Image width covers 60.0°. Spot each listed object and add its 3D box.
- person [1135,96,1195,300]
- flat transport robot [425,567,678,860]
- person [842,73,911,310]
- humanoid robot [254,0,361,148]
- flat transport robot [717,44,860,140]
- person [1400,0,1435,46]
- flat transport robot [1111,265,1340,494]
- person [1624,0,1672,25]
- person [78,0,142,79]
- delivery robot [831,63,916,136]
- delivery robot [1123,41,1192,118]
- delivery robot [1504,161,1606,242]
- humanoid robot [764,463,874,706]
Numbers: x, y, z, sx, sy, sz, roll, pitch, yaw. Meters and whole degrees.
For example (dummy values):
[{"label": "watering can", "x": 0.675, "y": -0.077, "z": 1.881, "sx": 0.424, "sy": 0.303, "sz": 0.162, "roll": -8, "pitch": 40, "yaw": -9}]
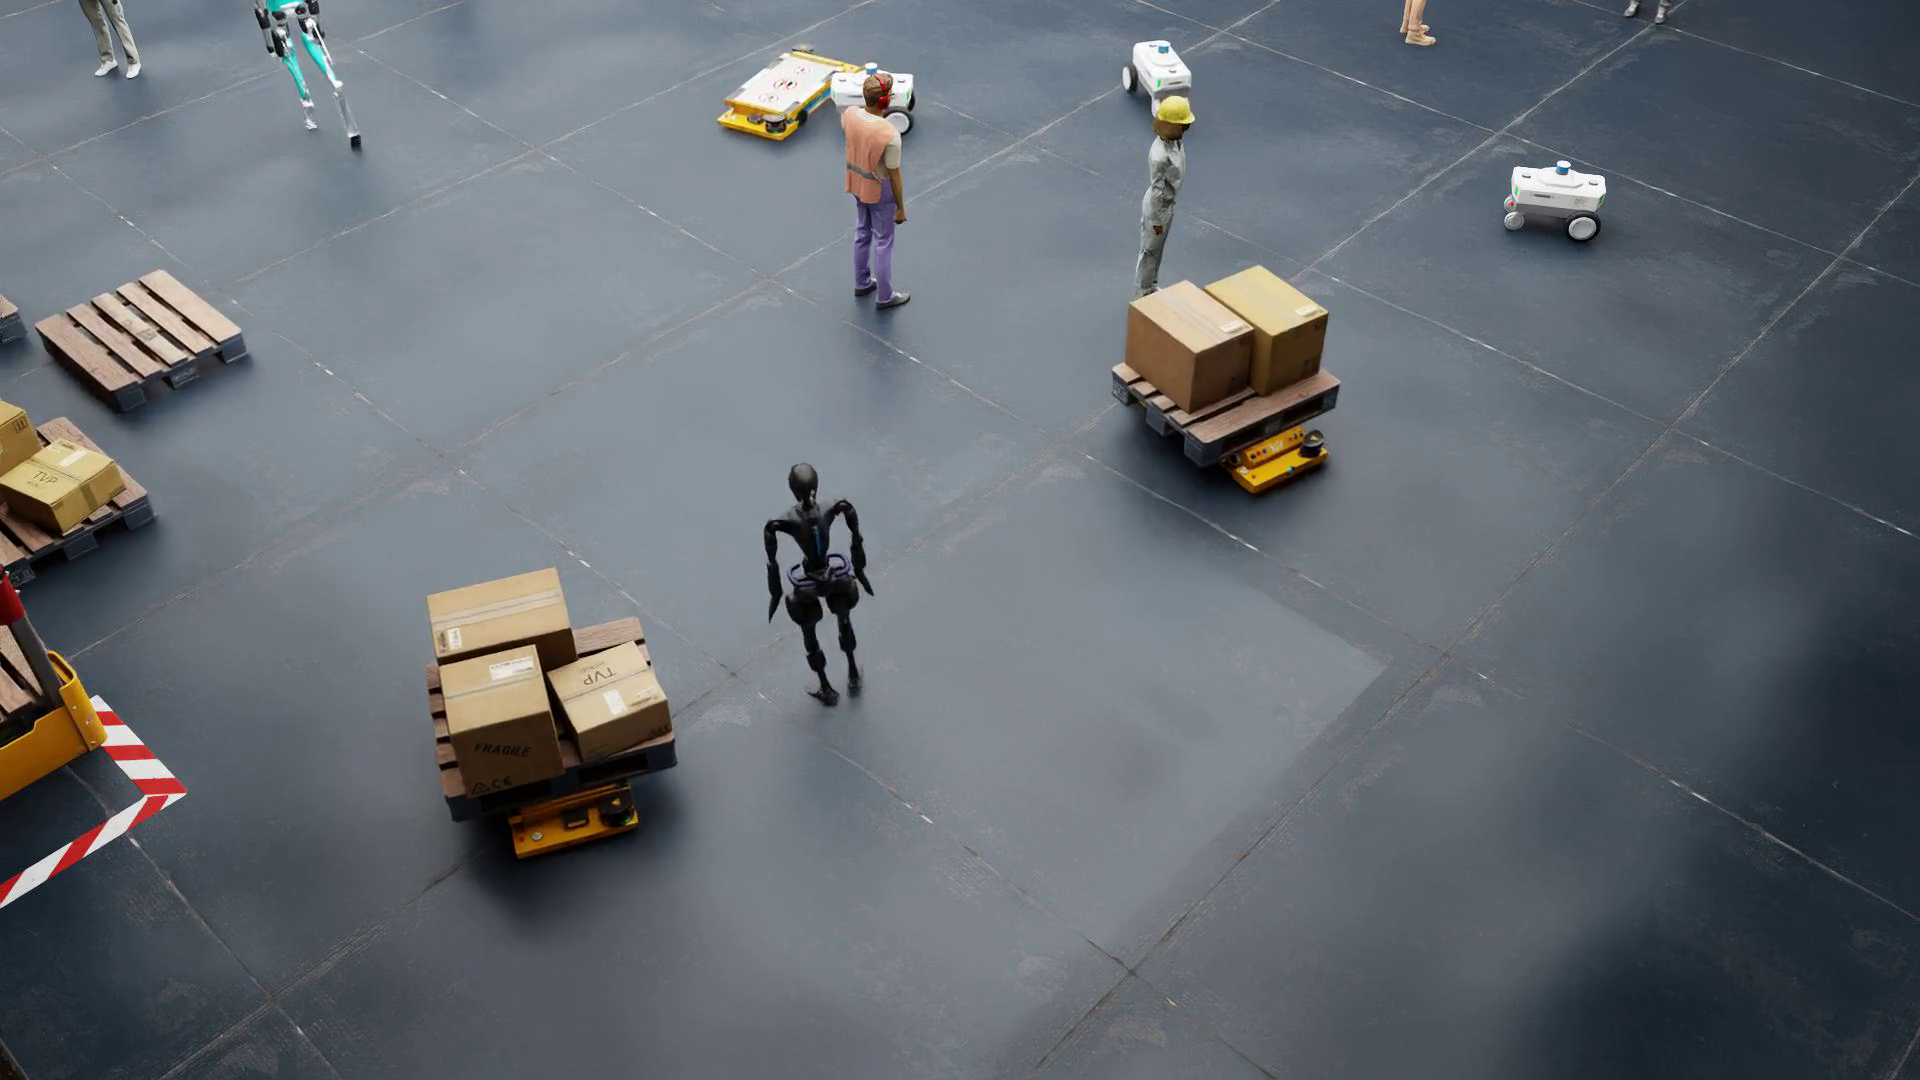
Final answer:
[{"label": "person", "x": 1.490, "y": -2.425, "z": 12.118, "sx": 0.307, "sy": 1.744, "sz": 0.485, "roll": 14, "pitch": 44, "yaw": 15}, {"label": "flat transport robot", "x": -2.257, "y": 1.112, "z": 9.290, "sx": 0.659, "sy": 0.231, "sz": 1.431, "roll": -13, "pitch": 44, "yaw": -14}, {"label": "person", "x": -0.626, "y": -2.528, "z": 12.165, "sx": 0.376, "sy": 1.840, "sz": 0.562, "roll": -32, "pitch": 51, "yaw": -31}, {"label": "humanoid robot", "x": -5.488, "y": -4.140, "z": 14.064, "sx": 0.539, "sy": 1.780, "sz": 0.989, "roll": -31, "pitch": 50, "yaw": -30}, {"label": "flat transport robot", "x": -1.535, "y": -4.055, "z": 15.033, "sx": 0.659, "sy": 0.231, "sz": 1.431, "roll": 19, "pitch": 45, "yaw": 20}, {"label": "person", "x": 4.420, "y": -5.520, "z": 15.556, "sx": 0.309, "sy": 1.745, "sz": 0.491, "roll": 1, "pitch": 42, "yaw": 1}, {"label": "flat transport robot", "x": 1.810, "y": -0.873, "z": 11.497, "sx": 0.659, "sy": 0.231, "sz": 1.431, "roll": -24, "pitch": 47, "yaw": -24}, {"label": "person", "x": 6.779, "y": -5.889, "z": 15.907, "sx": 0.570, "sy": 1.830, "sz": 0.405, "roll": 21, "pitch": 46, "yaw": 22}, {"label": "person", "x": -7.838, "y": -4.985, "z": 15.040, "sx": 0.513, "sy": 1.638, "sz": 0.310, "roll": 7, "pitch": 43, "yaw": 8}, {"label": "delivery robot", "x": -0.747, "y": -3.908, "z": 14.654, "sx": 0.763, "sy": 0.592, "sz": 0.518, "roll": 1, "pitch": 42, "yaw": 1}, {"label": "delivery robot", "x": 1.803, "y": -4.203, "z": 14.998, "sx": 0.499, "sy": 0.614, "sz": 0.790, "roll": -10, "pitch": 43, "yaw": -11}, {"label": "delivery robot", "x": 4.811, "y": -2.753, "z": 13.381, "sx": 0.794, "sy": 0.606, "sz": 0.499, "roll": 9, "pitch": 43, "yaw": 10}, {"label": "humanoid robot", "x": -0.771, "y": 0.255, "z": 9.197, "sx": 0.610, "sy": 1.652, "sz": 0.316, "roll": -16, "pitch": 44, "yaw": -17}]
